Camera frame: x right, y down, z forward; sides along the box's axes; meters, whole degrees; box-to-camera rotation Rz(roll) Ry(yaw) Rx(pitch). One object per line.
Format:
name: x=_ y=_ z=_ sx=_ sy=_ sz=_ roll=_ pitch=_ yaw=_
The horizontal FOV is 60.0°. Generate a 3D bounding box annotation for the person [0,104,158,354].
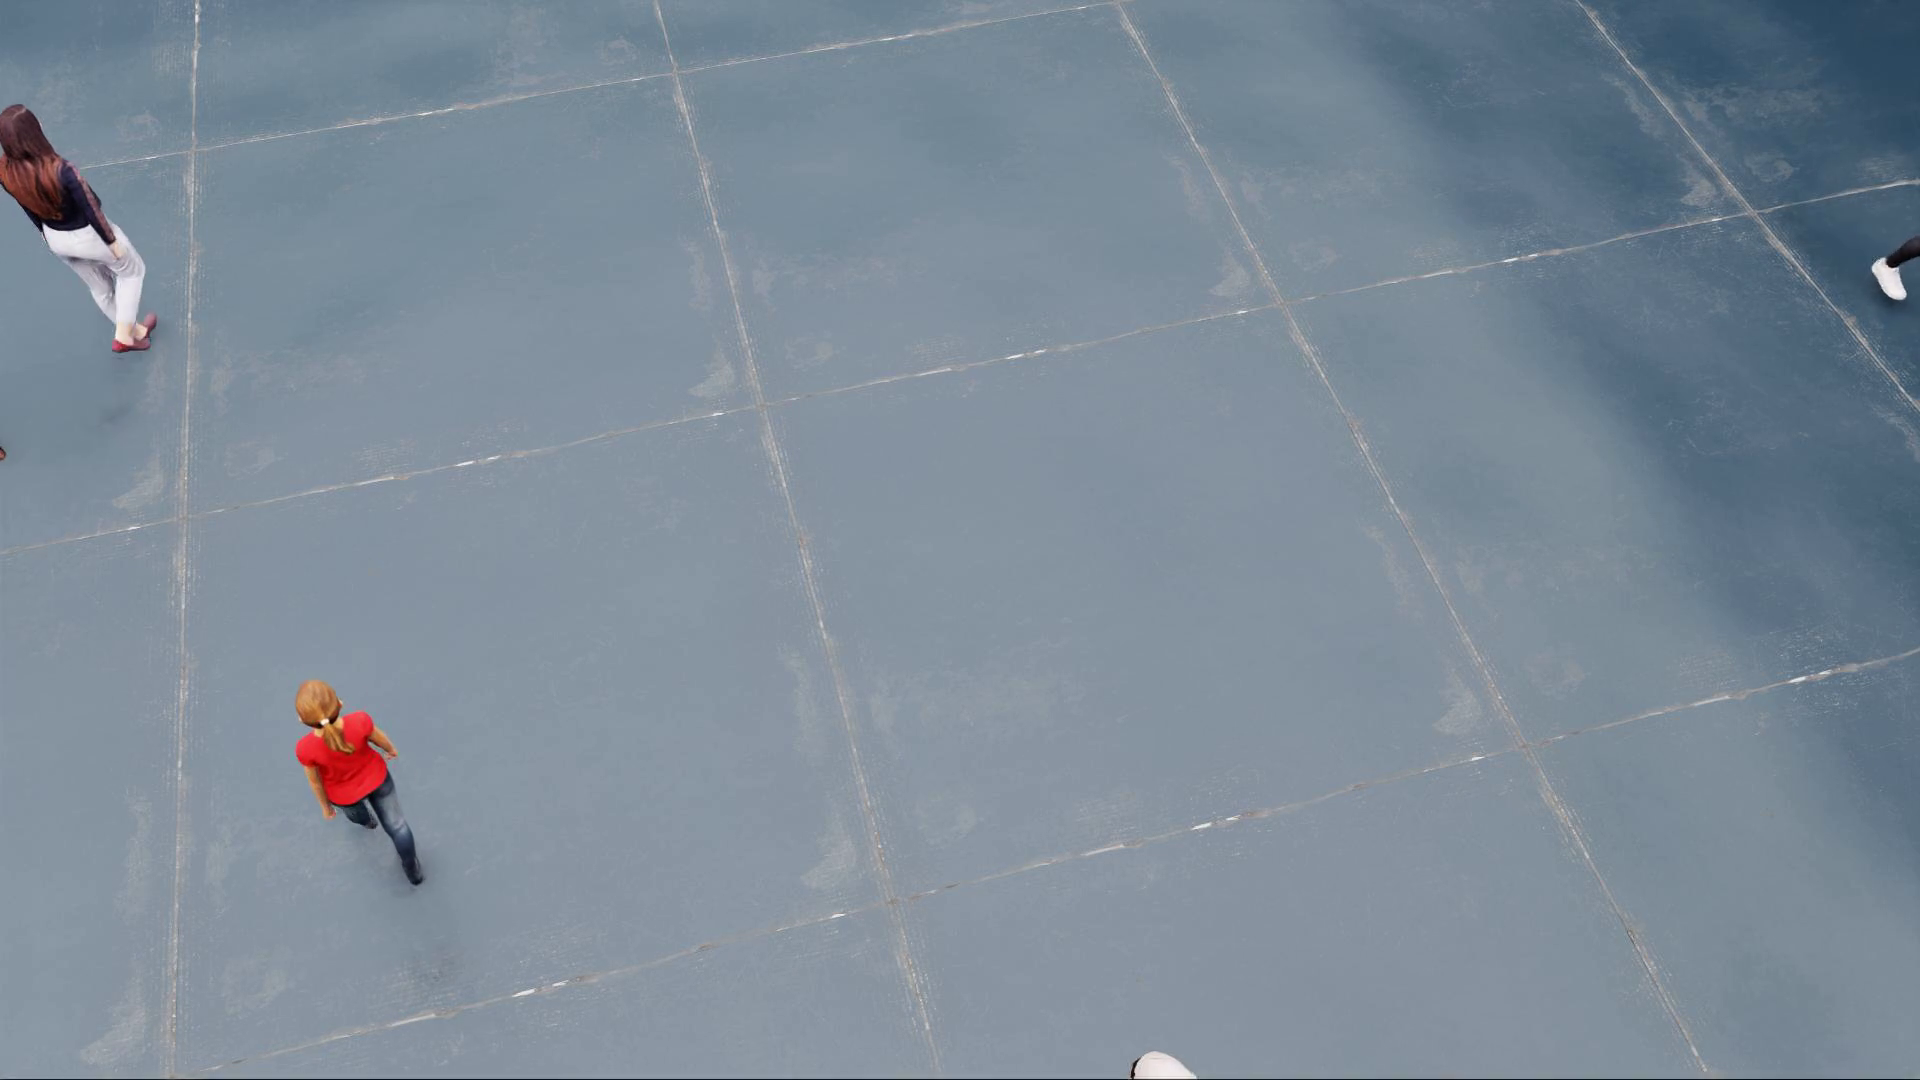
person: x=-4.538 y=-1.518 z=8.563 sx=0.723 sy=1.600 sz=0.782 roll=5 pitch=52 yaw=4

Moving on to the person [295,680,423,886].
person: x=-2.426 y=1.041 z=6.776 sx=0.655 sy=1.291 sz=0.840 roll=-27 pitch=57 yaw=-19
